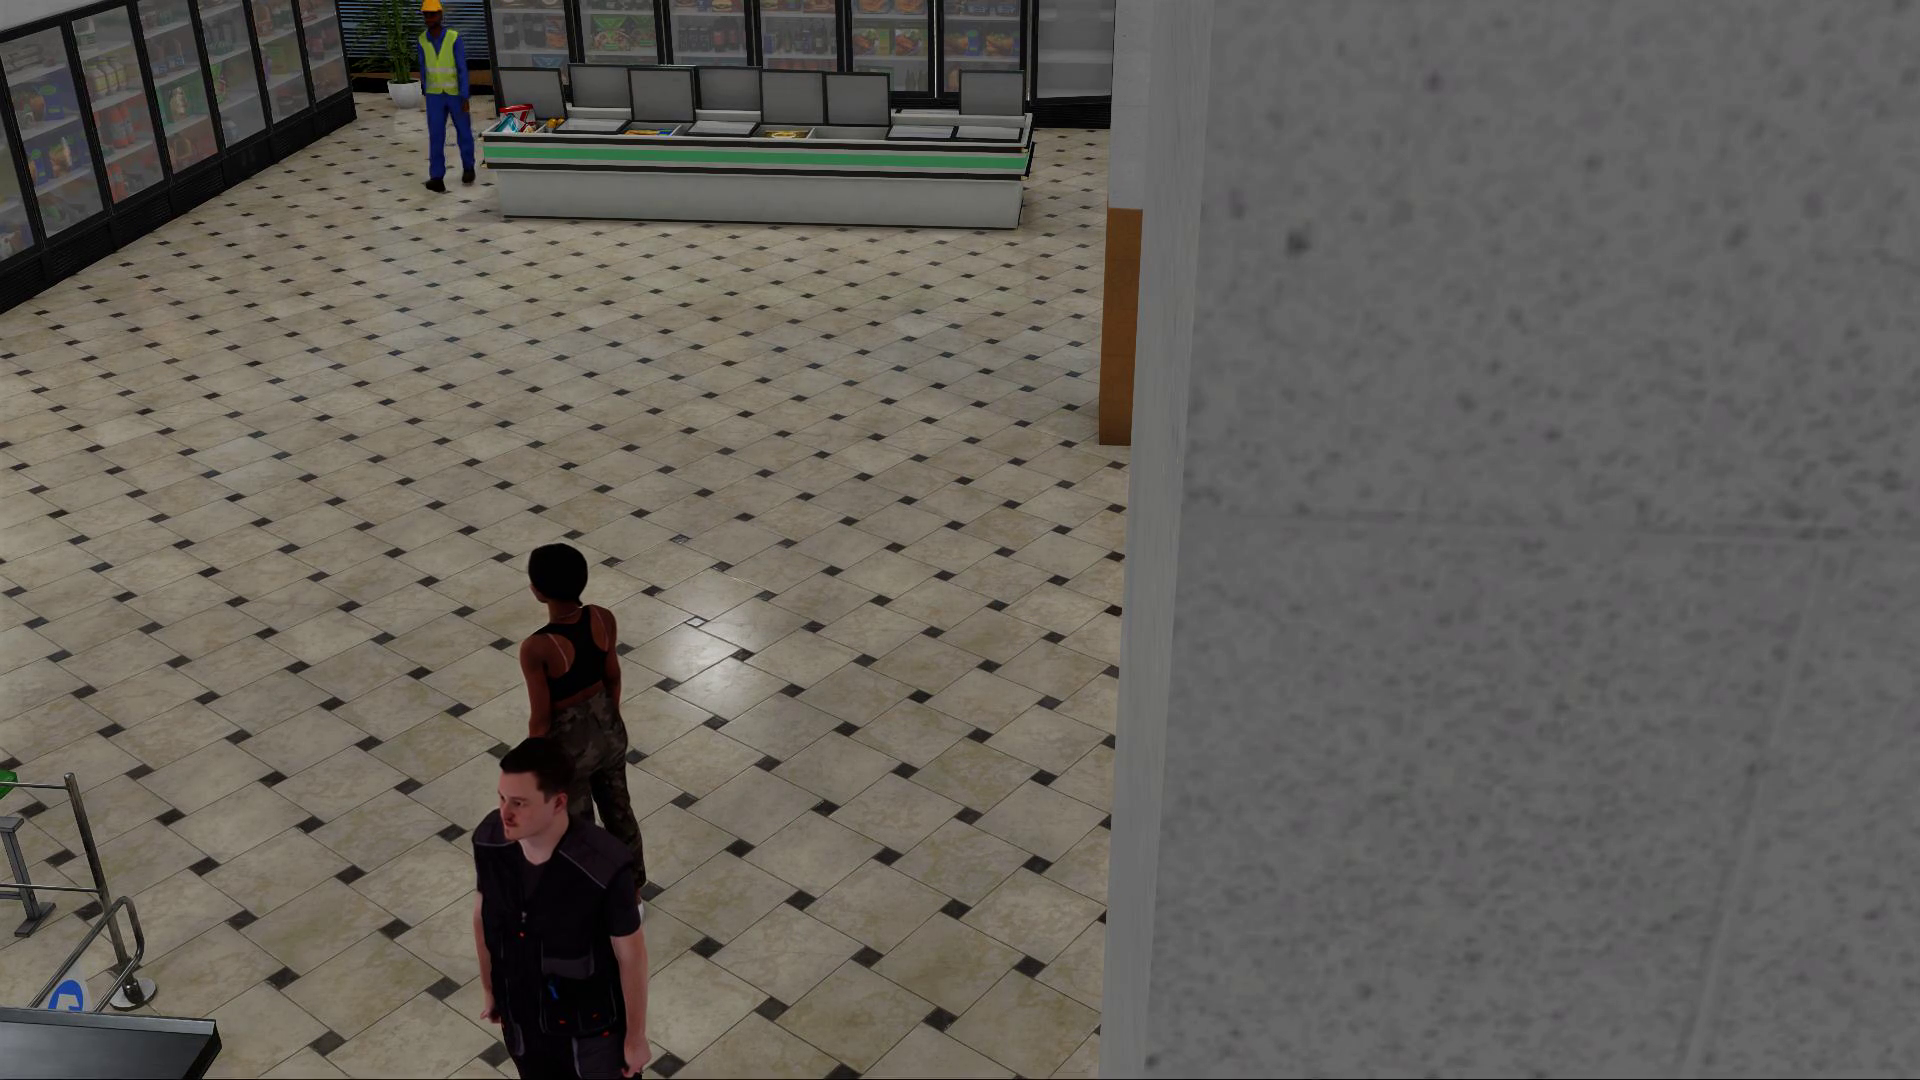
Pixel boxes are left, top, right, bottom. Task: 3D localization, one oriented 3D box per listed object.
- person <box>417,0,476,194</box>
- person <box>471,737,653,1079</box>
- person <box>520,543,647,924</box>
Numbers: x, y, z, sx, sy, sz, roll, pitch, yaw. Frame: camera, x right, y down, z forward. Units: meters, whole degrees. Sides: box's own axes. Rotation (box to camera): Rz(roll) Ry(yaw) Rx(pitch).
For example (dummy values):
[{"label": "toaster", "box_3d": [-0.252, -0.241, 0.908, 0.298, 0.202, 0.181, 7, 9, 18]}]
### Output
[{"label": "person", "box_3d": [-4.903, -4.288, 16.061, 1.122, 1.769, 0.778, 1, 27, 1]}, {"label": "person", "box_3d": [-1.132, 1.363, 4.831, 0.664, 1.845, 0.856, 12, 29, 22]}, {"label": "person", "box_3d": [-1.398, 0.769, 6.162, 0.702, 1.703, 0.664, 22, 34, 36]}]
